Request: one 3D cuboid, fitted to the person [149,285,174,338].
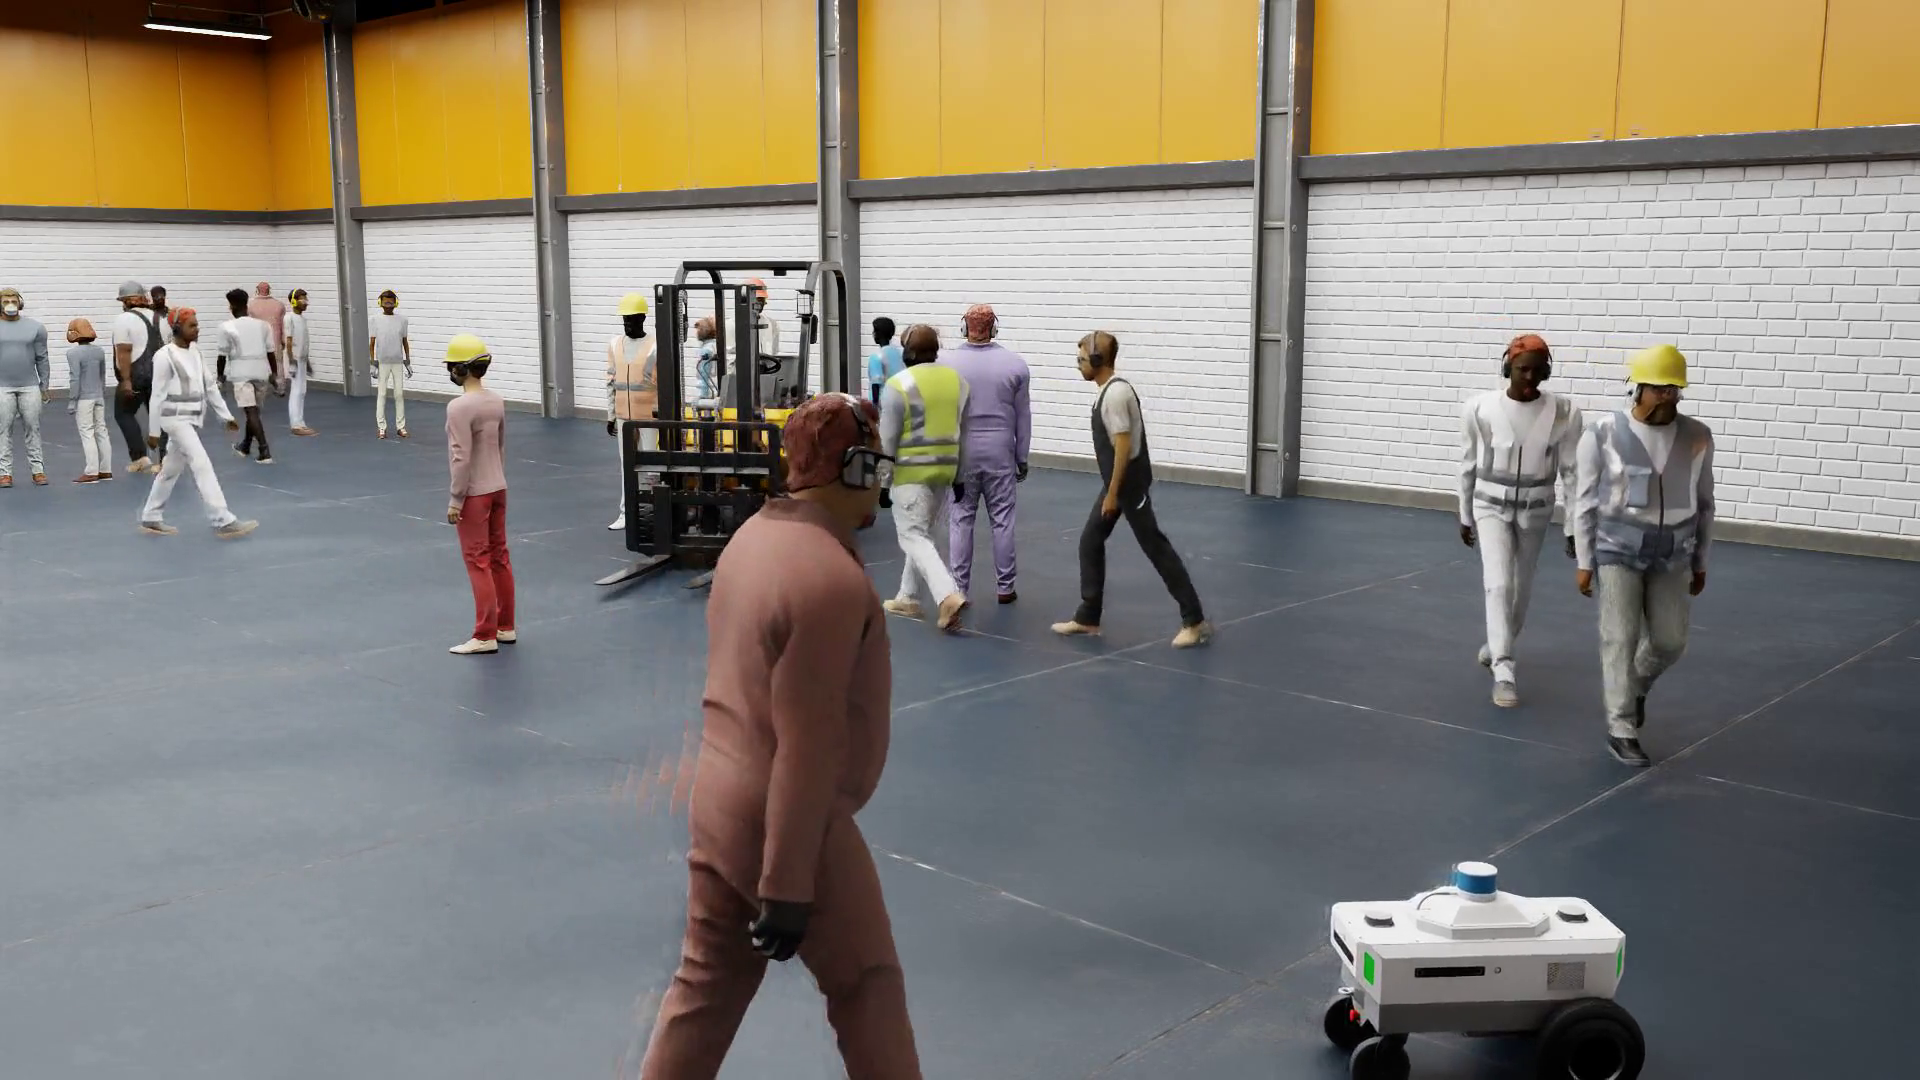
[{"bbox_3d":[-11.549,-2.717,23.926,0.666,1.896,0.613,8,12,41],"label":"person"}]

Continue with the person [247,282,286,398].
[{"bbox_3d":[-11.455,-3.303,27.479,0.639,1.908,0.409,-7,12,-38],"label":"person"}]

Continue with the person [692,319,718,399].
[{"bbox_3d":[-2.624,-1.507,17.384,0.336,1.601,0.570,-2,10,-13],"label":"person"}]

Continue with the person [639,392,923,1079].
[{"bbox_3d":[-0.339,0.619,3.601,0.997,1.855,0.671,-5,10,-27],"label":"person"}]

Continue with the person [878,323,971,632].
[{"bbox_3d":[-0.203,-0.378,9.852,0.640,1.813,0.870,-8,12,-42],"label":"person"}]

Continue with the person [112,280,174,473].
[{"bbox_3d":[-8.409,-1.686,17.151,0.601,2.000,0.705,4,10,22],"label":"person"}]

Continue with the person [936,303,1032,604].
[{"bbox_3d":[0.129,-0.536,10.507,0.643,1.909,0.410,-1,9,-5],"label":"person"}]

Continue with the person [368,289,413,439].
[{"bbox_3d":[-7.141,-2.205,20.877,0.517,1.865,0.328,-6,11,-31],"label":"person"}]

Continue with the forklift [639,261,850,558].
[{"bbox_3d":[-1.552,-1.040,12.721,1.214,2.155,2.313,2,9,11],"label":"forklift"}]

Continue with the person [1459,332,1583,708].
[{"bbox_3d":[2.808,-0.141,8.391,0.588,1.831,0.966,2,9,13],"label":"person"}]

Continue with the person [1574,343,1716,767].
[{"bbox_3d":[2.953,0.047,7.235,0.593,1.816,0.551,0,9,3],"label":"person"}]

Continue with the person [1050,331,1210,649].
[{"bbox_3d":[1.006,-0.286,9.412,0.885,1.786,0.567,-1,9,-4],"label":"person"}]

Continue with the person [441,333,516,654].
[{"bbox_3d":[-2.686,-0.252,9.197,0.319,1.767,0.534,2,9,12],"label":"person"}]

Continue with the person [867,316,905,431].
[{"bbox_3d":[-0.651,-1.275,15.713,0.636,1.679,0.542,6,11,33],"label":"person"}]

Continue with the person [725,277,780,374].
[{"bbox_3d":[-1.891,-1.396,15.363,0.611,2.043,0.374,-8,12,-42],"label":"person"}]

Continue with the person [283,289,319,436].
[{"bbox_3d":[-8.439,-2.266,21.246,0.318,1.866,0.531,0,9,2],"label":"person"}]

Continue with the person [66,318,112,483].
[{"bbox_3d":[-8.668,-1.381,16.521,0.275,1.632,0.507,1,9,8],"label":"person"}]

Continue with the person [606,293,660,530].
[{"bbox_3d":[-2.604,-1.025,13.448,0.585,1.927,0.366,3,10,18],"label":"person"}]

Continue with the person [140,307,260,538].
[{"bbox_3d":[-6.095,-0.916,13.104,1.018,1.830,0.579,0,9,-1],"label":"person"}]

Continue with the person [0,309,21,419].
[{"bbox_3d":[-13.520,-2.536,23.504,0.832,1.658,0.538,6,11,32],"label":"person"}]

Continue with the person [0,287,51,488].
[{"bbox_3d":[-9.207,-1.484,16.222,0.630,1.940,0.372,-7,11,-35],"label":"person"}]

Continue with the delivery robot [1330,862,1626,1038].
[{"bbox_3d":[1.349,1.092,4.375,0.707,0.478,0.477,-1,9,-3],"label":"delivery robot"}]

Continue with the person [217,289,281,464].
[{"bbox_3d":[-7.850,-1.798,18.271,1.033,1.899,0.617,8,12,39],"label":"person"}]
